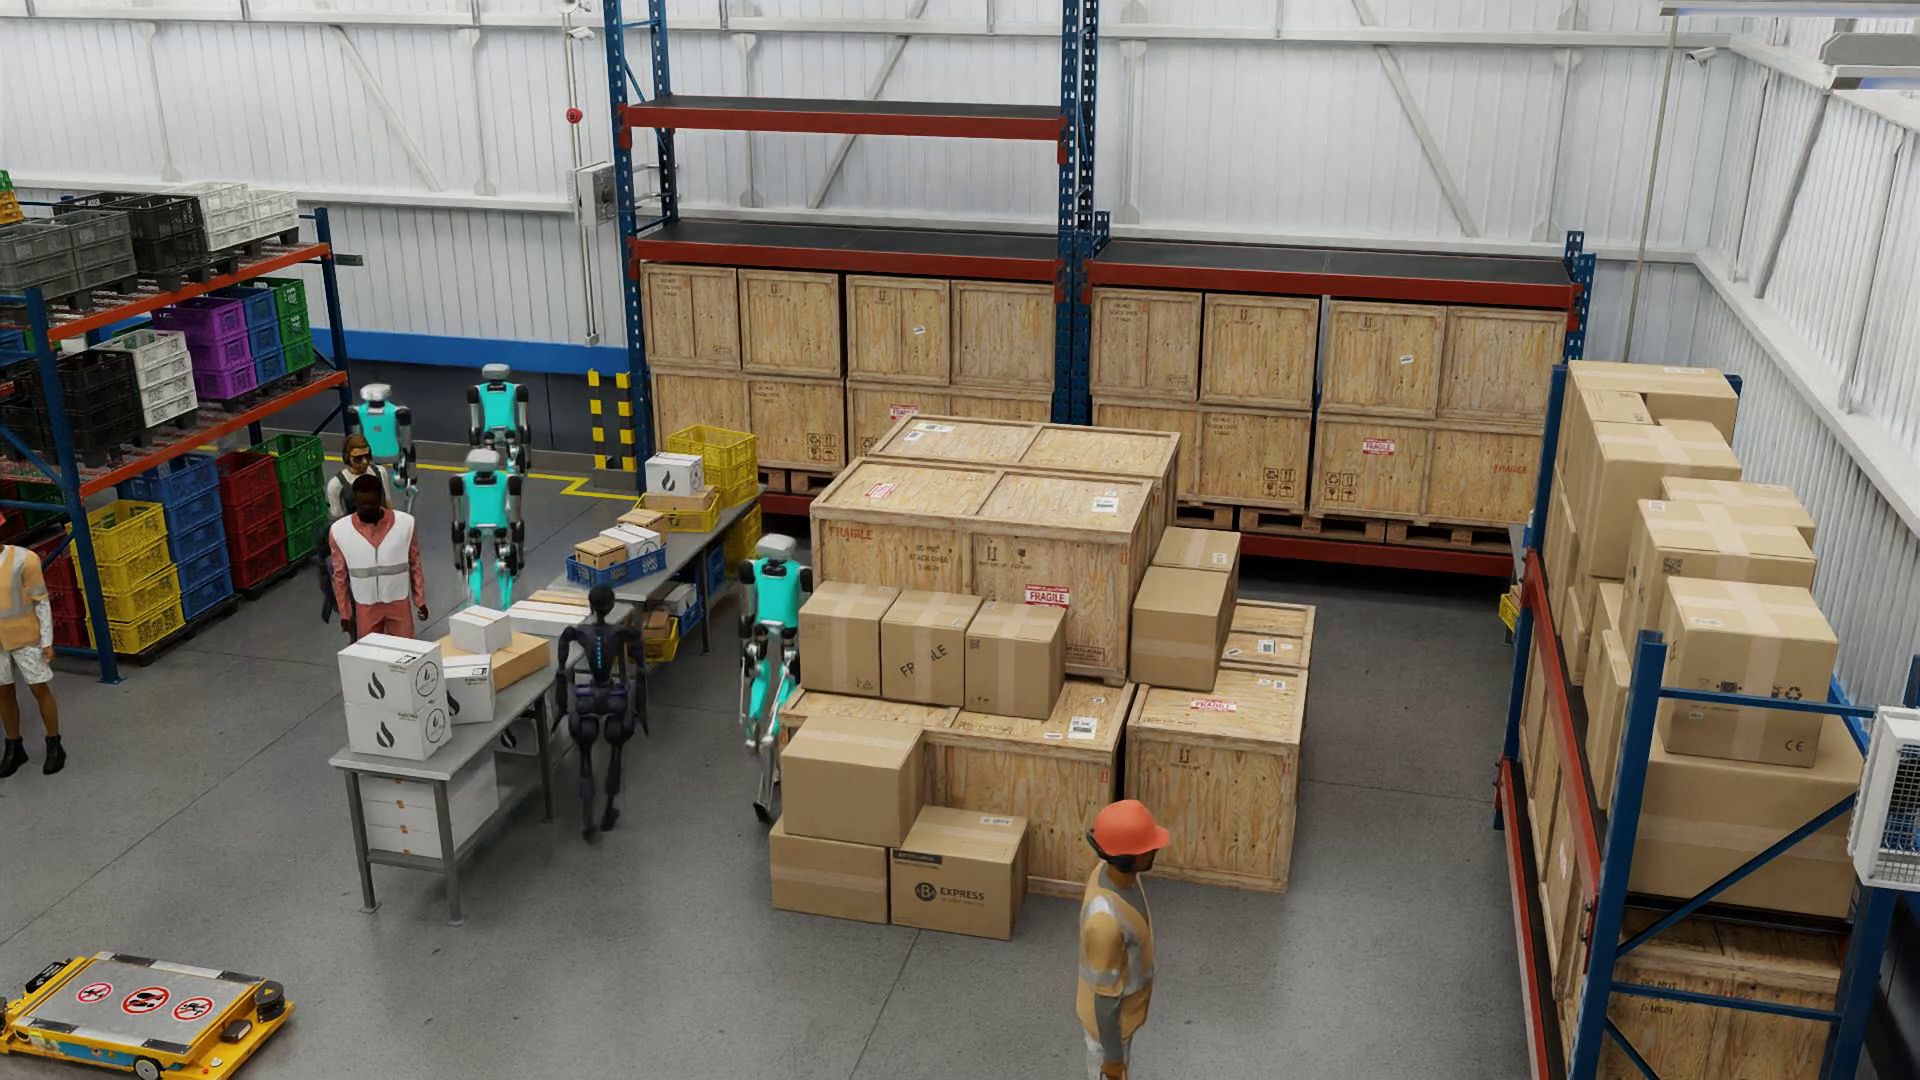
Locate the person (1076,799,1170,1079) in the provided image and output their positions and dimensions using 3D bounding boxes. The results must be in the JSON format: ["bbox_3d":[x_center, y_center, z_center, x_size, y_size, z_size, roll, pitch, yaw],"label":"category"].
[{"bbox_3d":[0.691,2.040,7.222,0.365,2.048,0.606,4,21,9],"label":"person"}]

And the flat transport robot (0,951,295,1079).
[{"bbox_3d":[-4.270,2.464,8.601,1.431,0.231,0.659,5,22,13],"label":"flat transport robot"}]

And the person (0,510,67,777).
[{"bbox_3d":[-6.287,0.653,11.000,0.542,1.939,0.365,-2,21,-6],"label":"person"}]

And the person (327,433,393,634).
[{"bbox_3d":[-4.517,0.059,12.701,0.345,1.837,0.508,14,25,32],"label":"person"}]

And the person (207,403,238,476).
[{"bbox_3d":[-7.153,-1.184,16.118,0.395,1.760,0.488,-9,23,-22],"label":"person"}]

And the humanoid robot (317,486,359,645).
[{"bbox_3d":[-4.395,0.355,12.209,0.590,1.633,0.788,-14,25,-33],"label":"humanoid robot"}]

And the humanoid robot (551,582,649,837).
[{"bbox_3d":[-2.239,1.079,10.262,0.614,1.640,0.482,-1,21,-4],"label":"humanoid robot"}]

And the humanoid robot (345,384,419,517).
[{"bbox_3d":[-4.992,-0.606,14.613,0.551,1.721,0.993,-3,21,-7],"label":"humanoid robot"}]

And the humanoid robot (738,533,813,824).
[{"bbox_3d":[-1.259,0.923,10.606,0.548,1.793,0.926,5,22,13],"label":"humanoid robot"}]

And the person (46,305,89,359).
[{"bbox_3d":[-9.637,-1.974,18.018,0.564,1.836,0.387,-7,22,-17],"label":"person"}]

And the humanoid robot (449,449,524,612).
[{"bbox_3d":[-3.533,0.257,12.462,0.549,1.808,1.073,-3,21,-8],"label":"humanoid robot"}]

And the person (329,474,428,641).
[{"bbox_3d":[-4.033,0.434,11.603,0.593,1.915,0.372,-9,23,-22],"label":"person"}]

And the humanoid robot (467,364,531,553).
[{"bbox_3d":[-4.032,-0.607,14.637,0.554,1.743,0.939,-5,21,-12],"label":"humanoid robot"}]
